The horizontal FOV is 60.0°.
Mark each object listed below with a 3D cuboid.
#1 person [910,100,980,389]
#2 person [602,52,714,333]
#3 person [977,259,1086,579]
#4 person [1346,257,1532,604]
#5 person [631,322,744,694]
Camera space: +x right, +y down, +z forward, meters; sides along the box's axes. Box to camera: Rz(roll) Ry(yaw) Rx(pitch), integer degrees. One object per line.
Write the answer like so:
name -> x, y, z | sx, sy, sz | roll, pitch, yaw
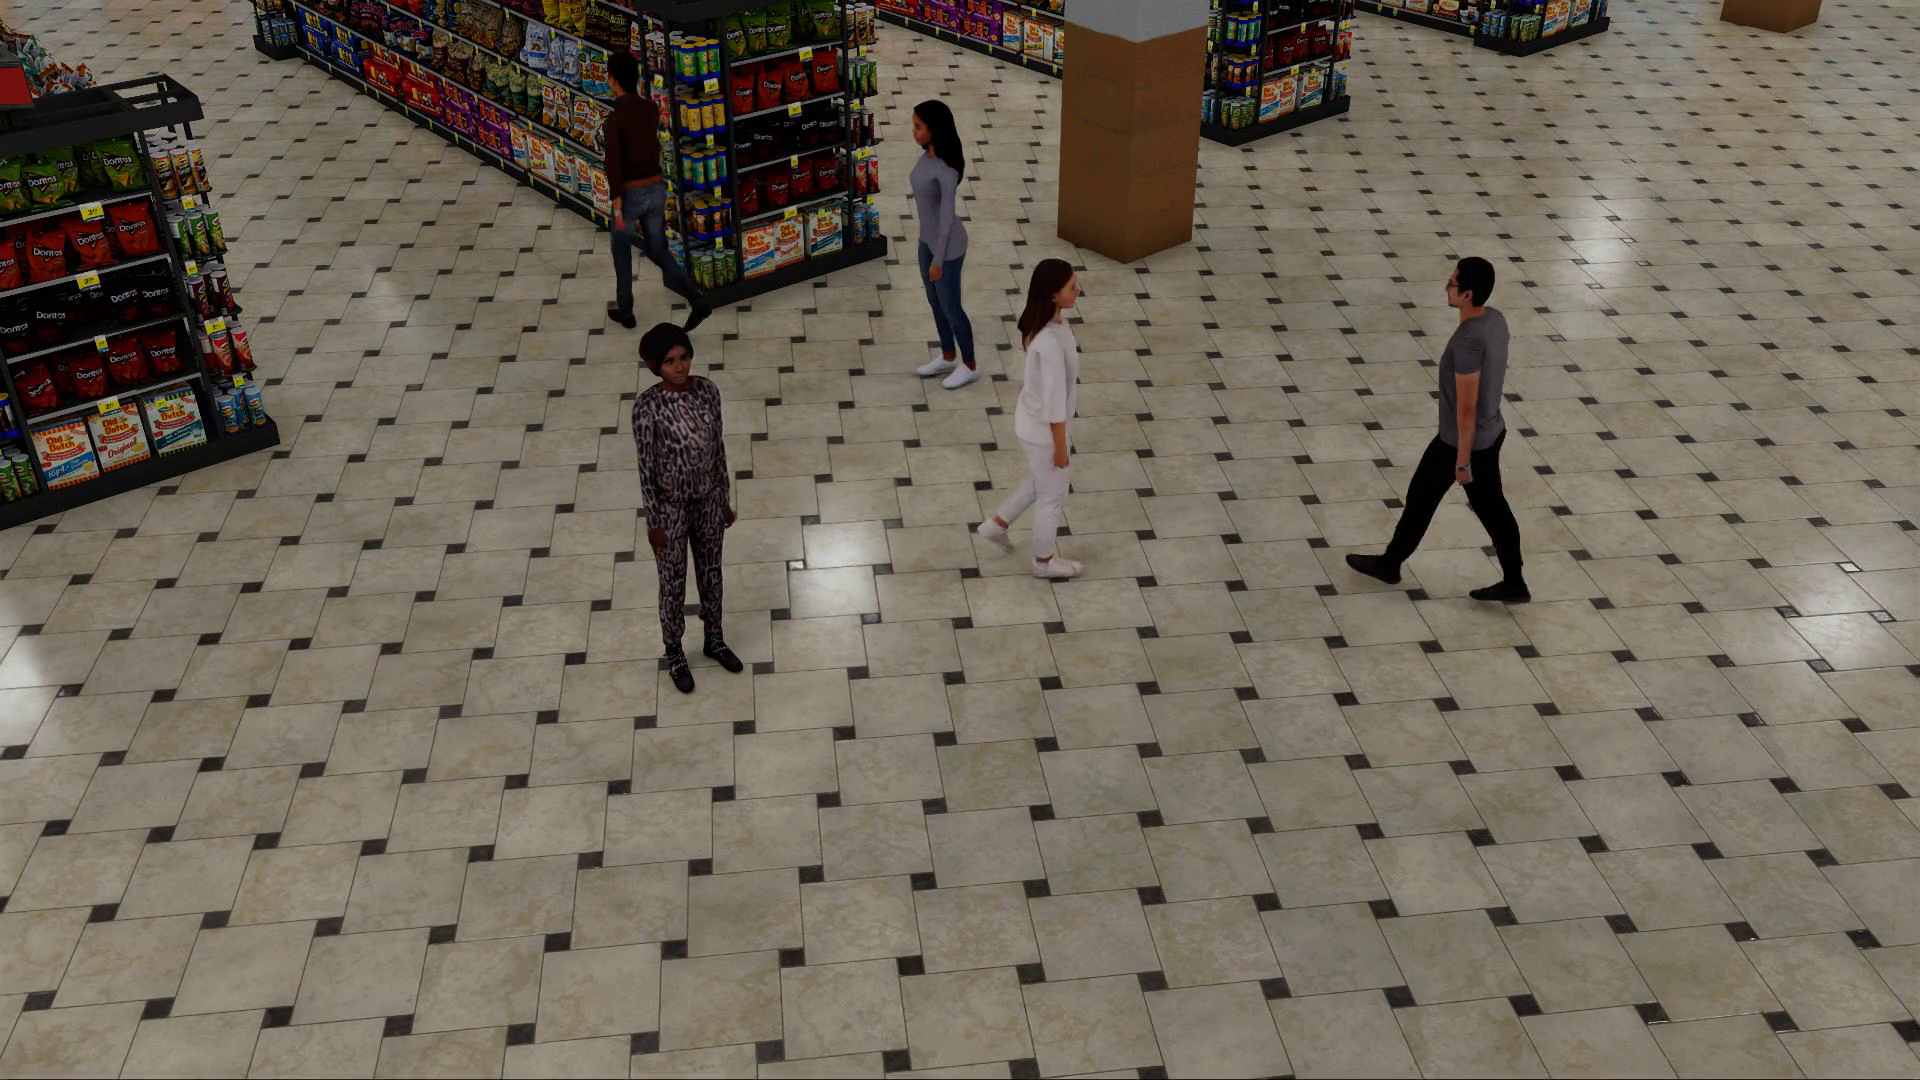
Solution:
person -> -0.075, -1.724, 9.758 | 0.775, 1.724, 0.668 | -11, 33, -17
person -> -1.910, -2.097, 10.341 | 1.108, 1.741, 0.807 | 19, 37, 27
person -> 0.339, -0.549, 7.913 | 0.875, 1.678, 0.836 | -4, 32, -6
person -> 2.436, -0.446, 7.716 | 1.186, 1.710, 0.817 | 18, 36, 26
person -> -1.190, -0.142, 7.224 | 0.585, 1.714, 0.579 | -21, 37, -30
